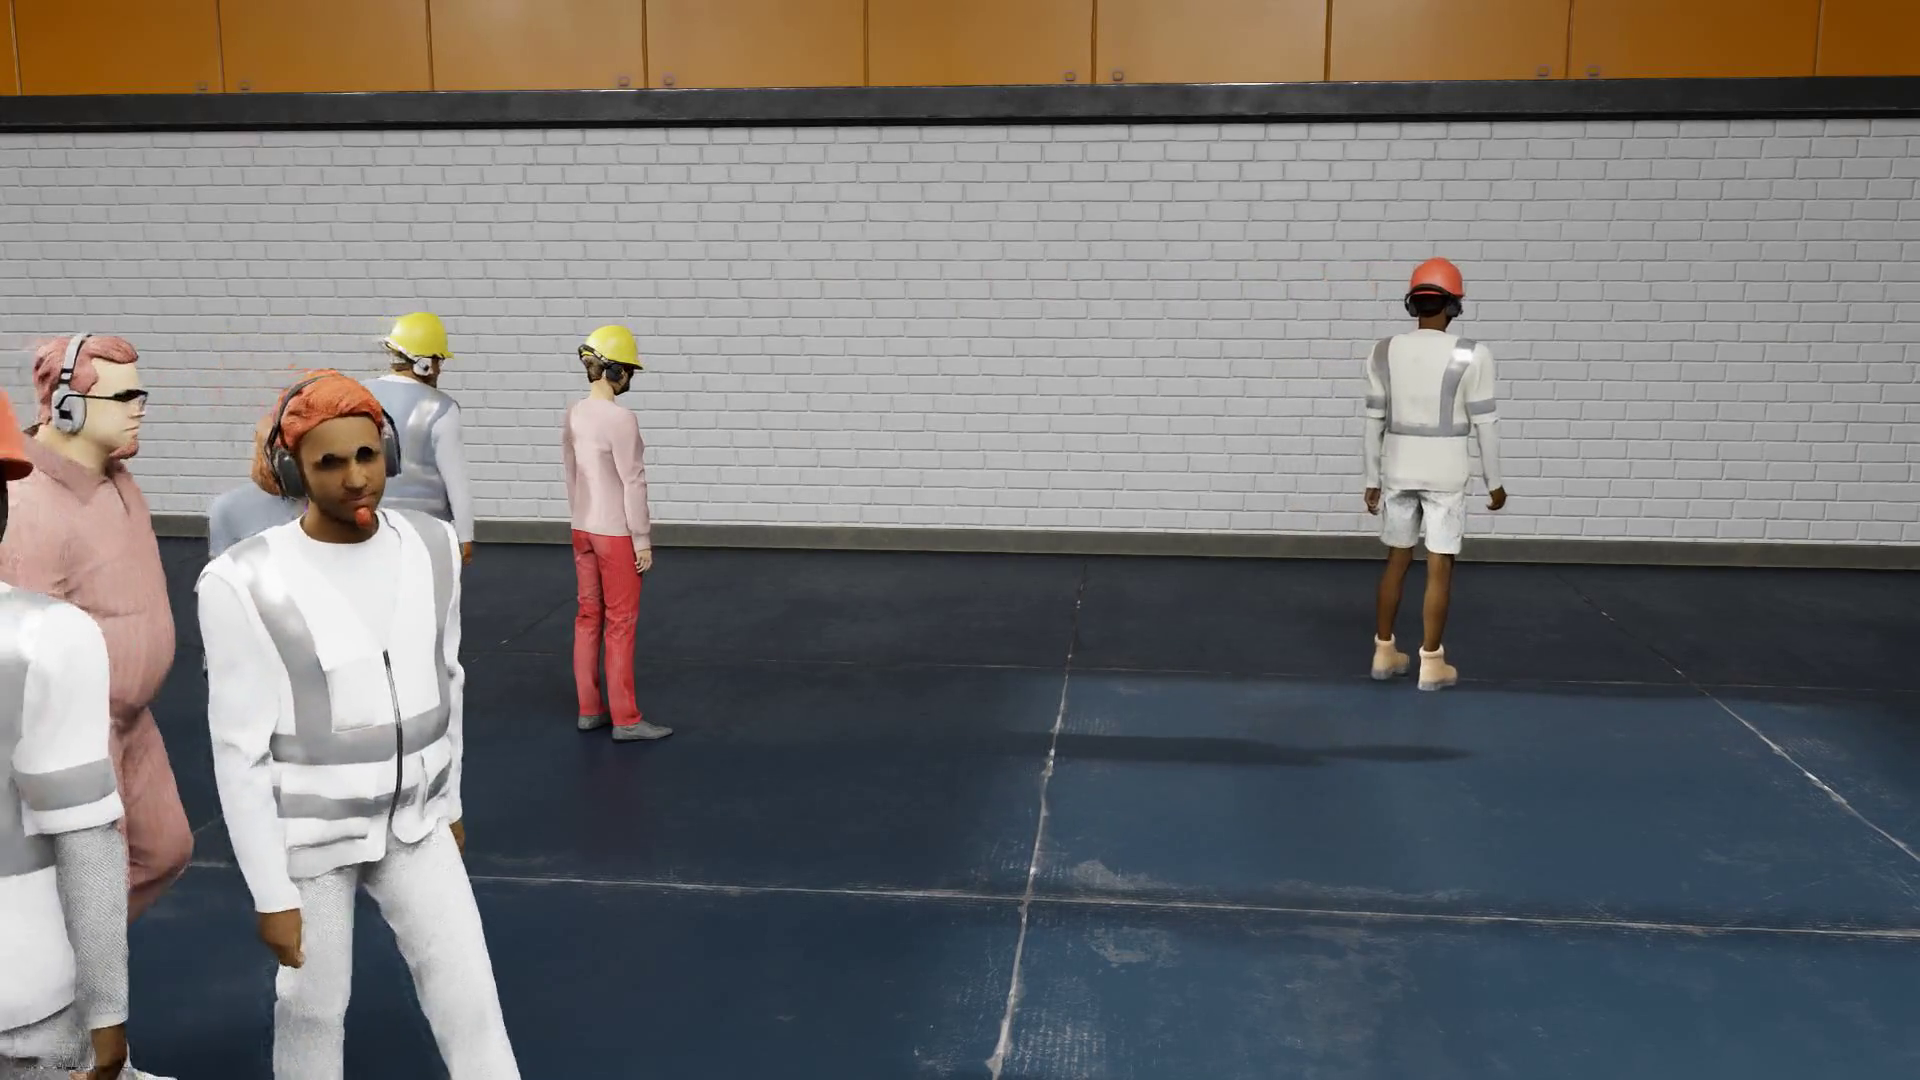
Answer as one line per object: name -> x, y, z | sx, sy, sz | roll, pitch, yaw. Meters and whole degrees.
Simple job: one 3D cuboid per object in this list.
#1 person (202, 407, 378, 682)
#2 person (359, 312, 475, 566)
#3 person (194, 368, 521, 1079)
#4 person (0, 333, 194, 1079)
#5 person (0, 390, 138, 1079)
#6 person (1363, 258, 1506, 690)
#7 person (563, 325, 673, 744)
person -> -2.075, 0.374, 5.216 | 0.550, 1.584, 0.757 | -4, 11, -23
person -> -2.371, -0.077, 7.221 | 0.618, 1.806, 0.536 | 3, 10, 19
person -> -1.095, 0.598, 3.251 | 0.953, 1.840, 0.590 | 7, 12, 36
person -> -2.106, 0.450, 3.995 | 0.440, 1.885, 0.706 | -2, 10, -12
person -> -1.570, 0.679, 2.618 | 0.544, 1.909, 0.516 | 0, 10, 0
person -> 2.222, -0.299, 7.850 | 0.625, 2.039, 0.430 | 9, 13, 41
person -> -1.469, -0.022, 7.050 | 0.321, 1.761, 0.522 | -10, 14, -44
